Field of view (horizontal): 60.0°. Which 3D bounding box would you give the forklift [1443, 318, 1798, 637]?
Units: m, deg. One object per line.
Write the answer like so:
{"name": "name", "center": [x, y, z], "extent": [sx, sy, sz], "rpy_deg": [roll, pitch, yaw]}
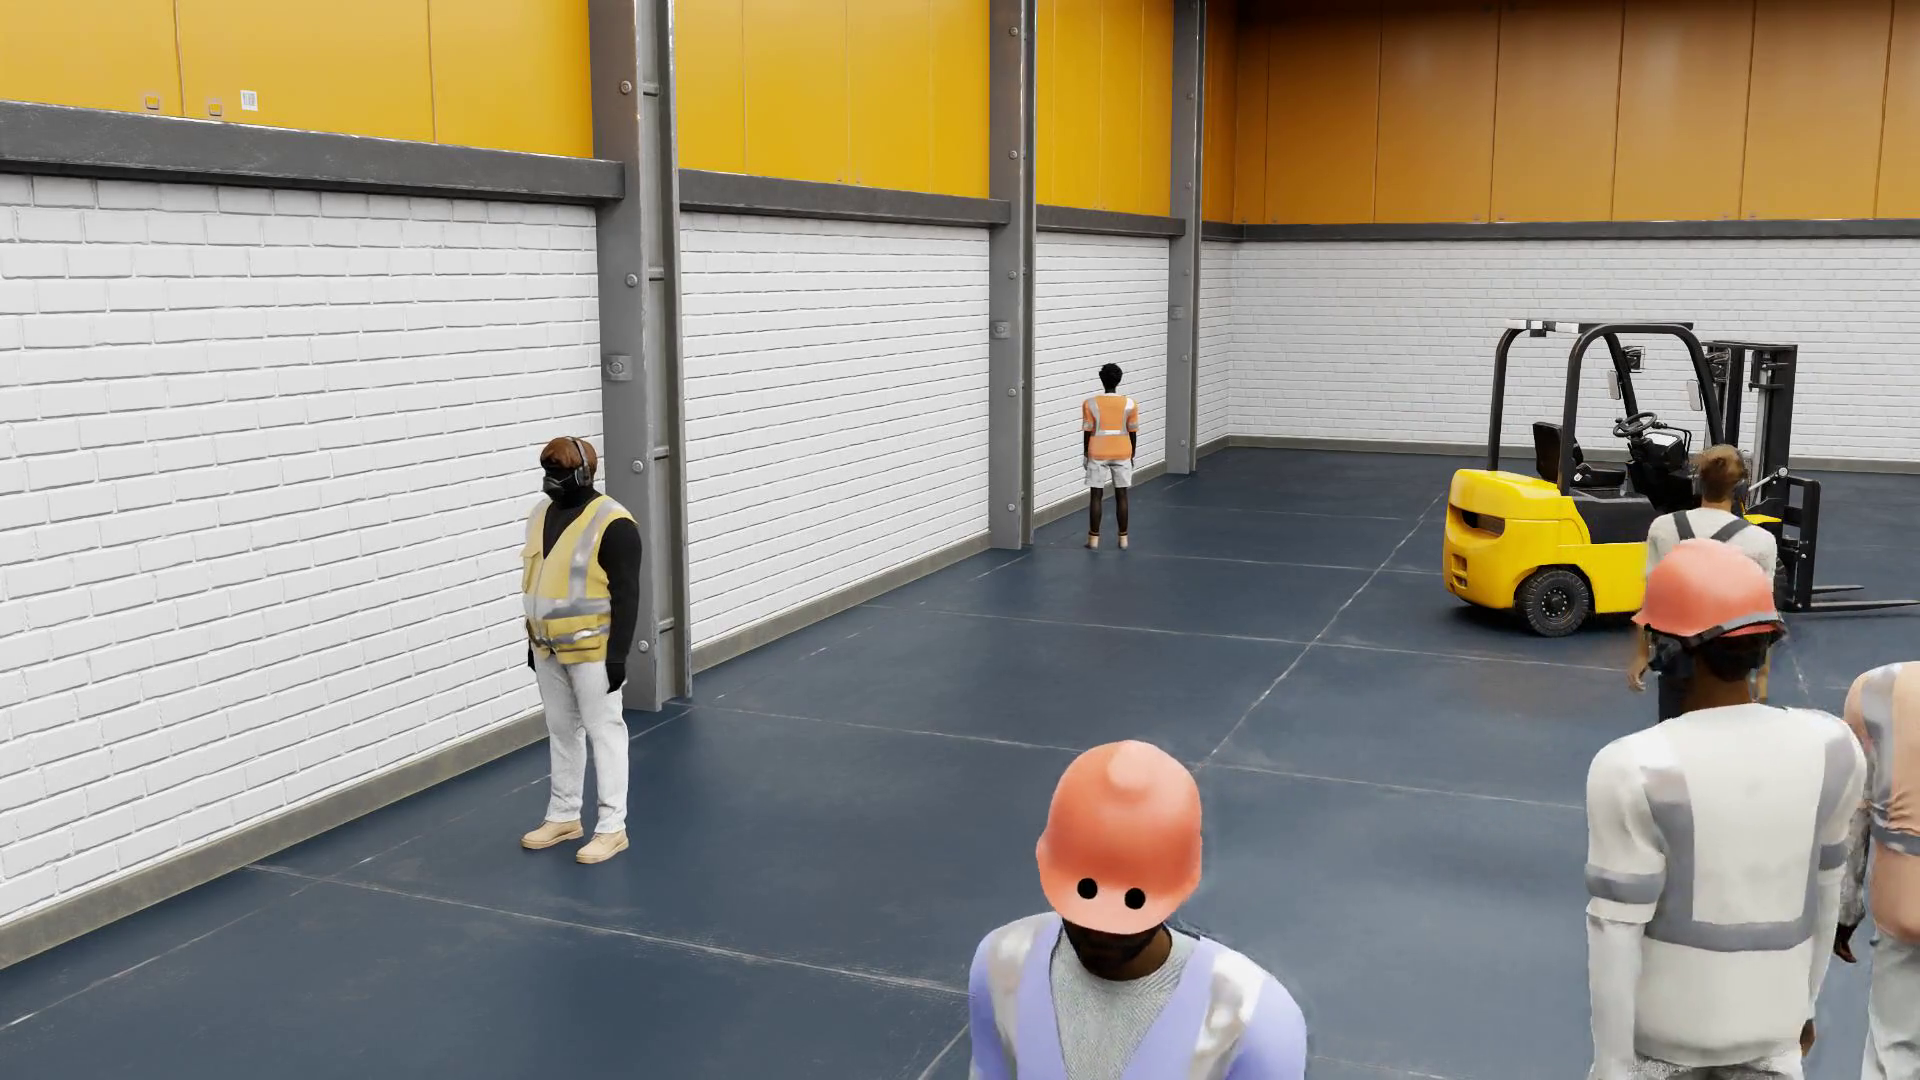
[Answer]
{"name": "forklift", "center": [4.706, -0.497, 11.990], "extent": [2.313, 2.155, 1.214], "rpy_deg": [-2, 10, -10]}

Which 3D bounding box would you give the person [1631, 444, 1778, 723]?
{"name": "person", "center": [3.113, 0.510, 6.975], "extent": [0.545, 1.833, 0.408], "rpy_deg": [8, 12, 40]}

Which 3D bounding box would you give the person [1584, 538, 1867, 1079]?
{"name": "person", "center": [1.589, 1.004, 3.467], "extent": [0.614, 2.019, 0.939], "rpy_deg": [-1, 9, -4]}

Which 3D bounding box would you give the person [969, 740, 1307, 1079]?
{"name": "person", "center": [0.269, 1.195, 2.596], "extent": [0.619, 1.907, 0.616], "rpy_deg": [6, 11, 32]}

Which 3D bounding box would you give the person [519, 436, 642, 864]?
{"name": "person", "center": [-1.667, 0.468, 7.205], "extent": [0.619, 1.845, 0.430], "rpy_deg": [7, 11, 35]}

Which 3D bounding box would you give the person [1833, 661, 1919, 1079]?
{"name": "person", "center": [2.473, 0.936, 4.112], "extent": [0.375, 1.925, 0.595], "rpy_deg": [-9, 13, -42]}

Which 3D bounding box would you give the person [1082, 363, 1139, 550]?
{"name": "person", "center": [1.362, -0.754, 15.077], "extent": [0.525, 1.689, 0.320], "rpy_deg": [-1, 9, -6]}
